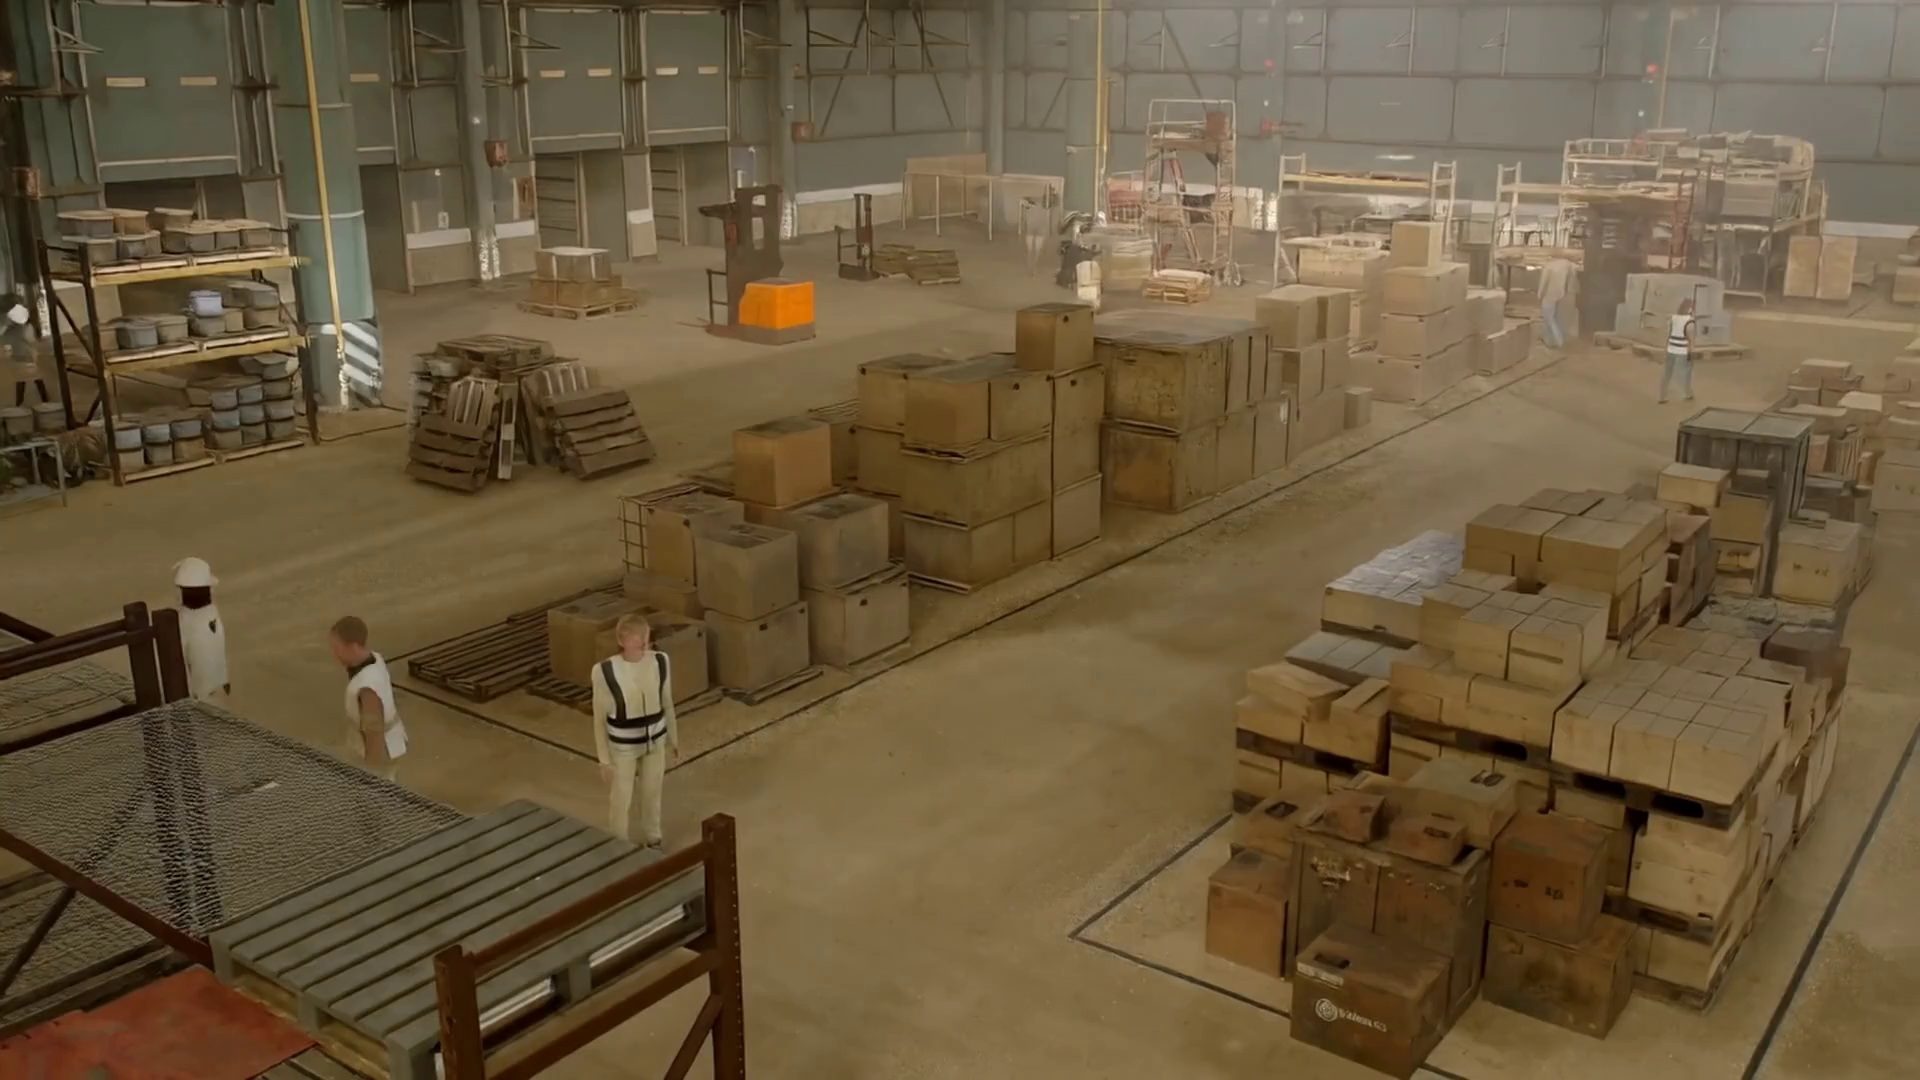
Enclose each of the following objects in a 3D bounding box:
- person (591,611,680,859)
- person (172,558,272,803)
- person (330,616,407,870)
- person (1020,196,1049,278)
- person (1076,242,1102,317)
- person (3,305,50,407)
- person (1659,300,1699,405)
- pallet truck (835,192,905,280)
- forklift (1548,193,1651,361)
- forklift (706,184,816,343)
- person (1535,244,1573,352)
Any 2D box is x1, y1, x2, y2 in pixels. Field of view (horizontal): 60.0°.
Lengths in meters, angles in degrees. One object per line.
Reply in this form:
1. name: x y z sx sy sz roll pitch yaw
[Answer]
1. person: -2.120 1.370 10.938 0.574 1.883 0.355 -13 21 -37
2. person: -5.535 1.027 12.045 0.828 1.898 0.594 -1 17 -3
3. person: -3.810 1.392 10.830 0.406 1.905 0.639 -6 18 -19
4. person: 1.711 -7.079 38.886 0.640 1.897 0.878 5 18 16
5. person: 2.340 -4.367 29.839 0.553 1.935 0.362 16 23 42
6. person: -13.770 -2.634 24.557 0.548 1.665 0.716 2 17 6
7. person: 11.064 -2.872 25.468 0.808 1.600 0.514 -11 20 -32
8. pallet truck: -1.936 -7.159 38.982 1.885 1.965 0.823 -12 21 -34
9. forklift: 11.414 -4.710 29.371 1.129 2.768 1.873 -4 17 -12
10. forklift: -3.717 -5.181 30.929 1.873 2.768 1.129 12 21 35
11. person: 10.666 -4.319 29.746 0.632 1.906 0.891 -6 18 -21
